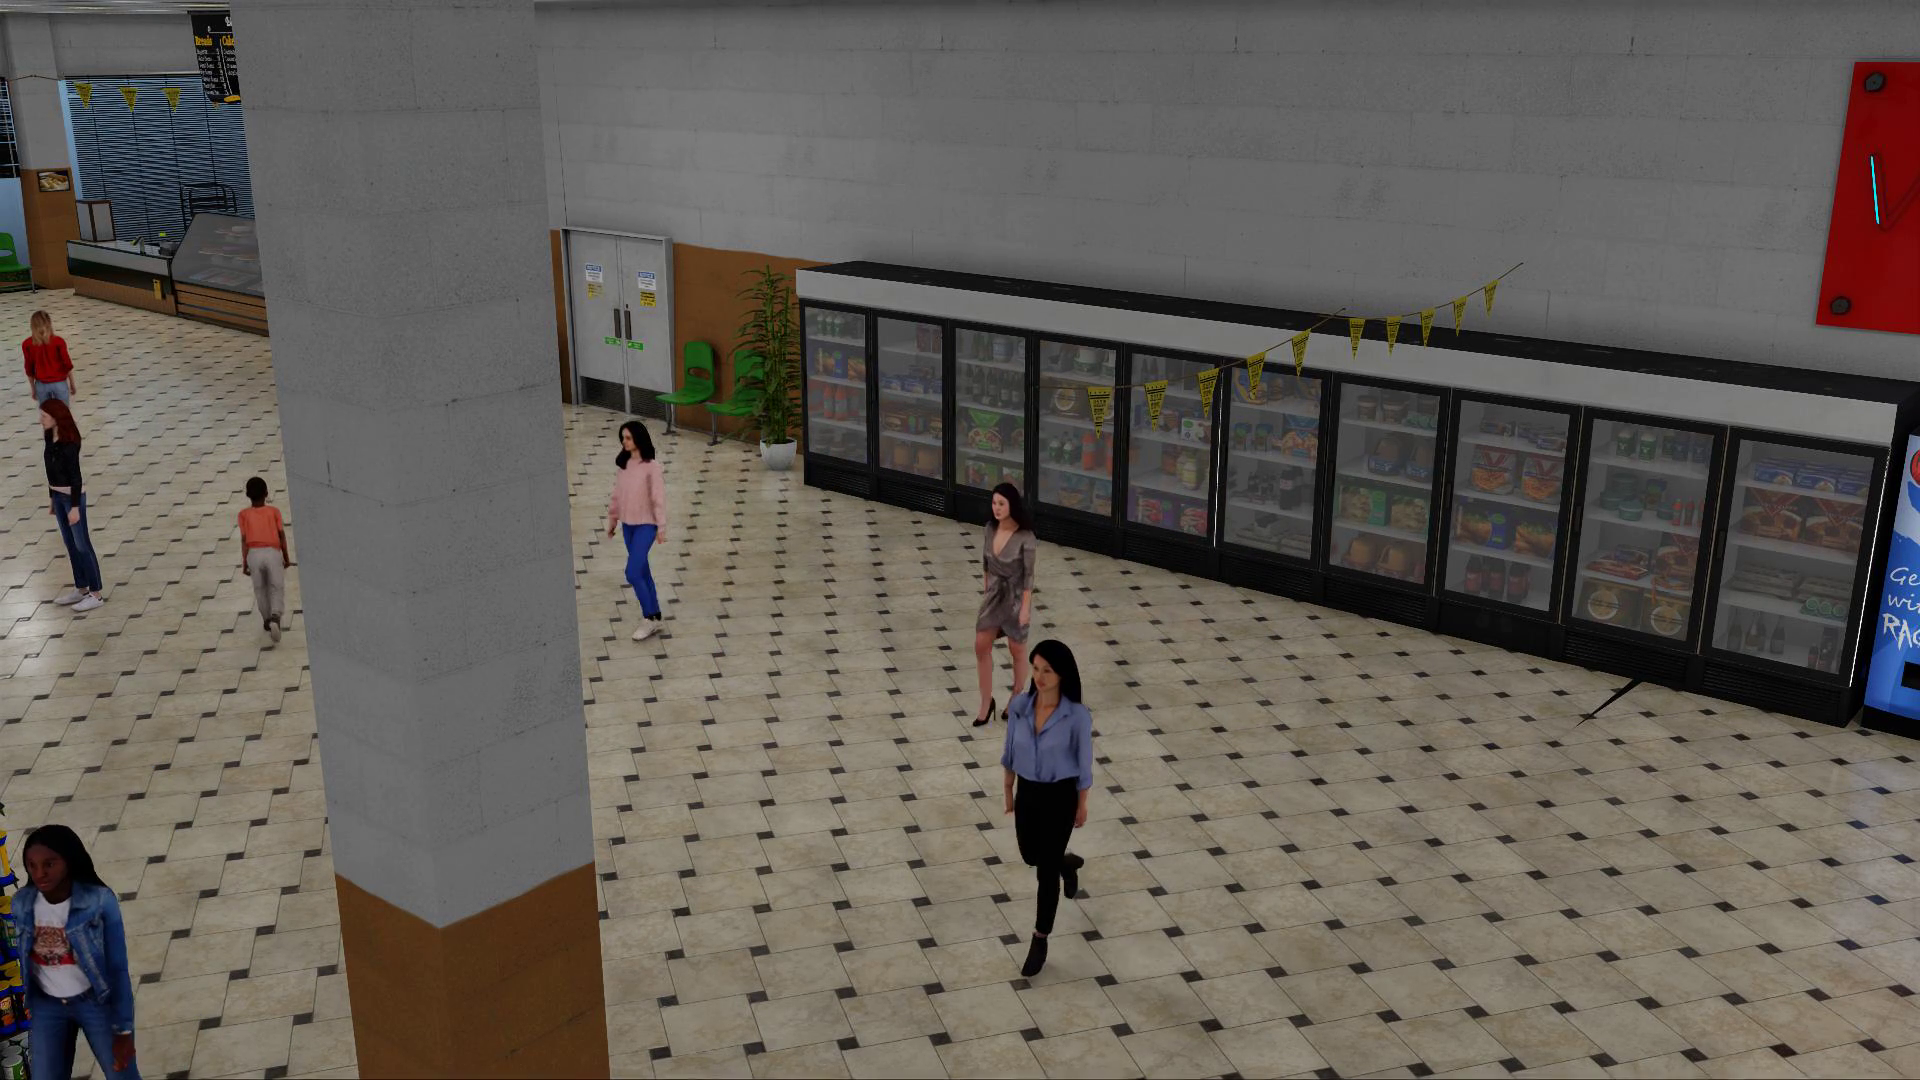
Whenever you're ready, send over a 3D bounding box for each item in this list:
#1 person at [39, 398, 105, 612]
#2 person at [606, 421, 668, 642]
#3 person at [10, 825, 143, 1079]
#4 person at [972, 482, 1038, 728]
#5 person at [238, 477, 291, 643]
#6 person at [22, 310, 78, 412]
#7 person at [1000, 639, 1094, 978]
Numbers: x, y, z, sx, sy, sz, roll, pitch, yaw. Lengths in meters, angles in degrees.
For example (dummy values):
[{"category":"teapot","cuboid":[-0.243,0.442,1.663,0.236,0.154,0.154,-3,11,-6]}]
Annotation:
[{"category":"person","cuboid":[-7.385,-0.305,13.785,0.568,1.790,0.540,13,21,36]},{"category":"person","cuboid":[-2.462,-0.093,13.152,0.663,1.753,0.641,16,23,42]},{"category":"person","cuboid":[-3.488,1.892,6.716,0.954,1.693,1.026,-1,17,-4]},{"category":"person","cuboid":[0.374,0.430,11.475,0.656,1.725,0.738,11,20,33]},{"category":"person","cuboid":[-5.480,0.162,13.106,0.859,1.291,0.837,-5,18,-16]},{"category":"person","cuboid":[-10.122,-1.705,18.541,0.775,1.705,0.844,-5,18,-17]},{"category":"person","cuboid":[0.486,1.320,8.548,0.799,1.724,1.103,9,19,26]}]
